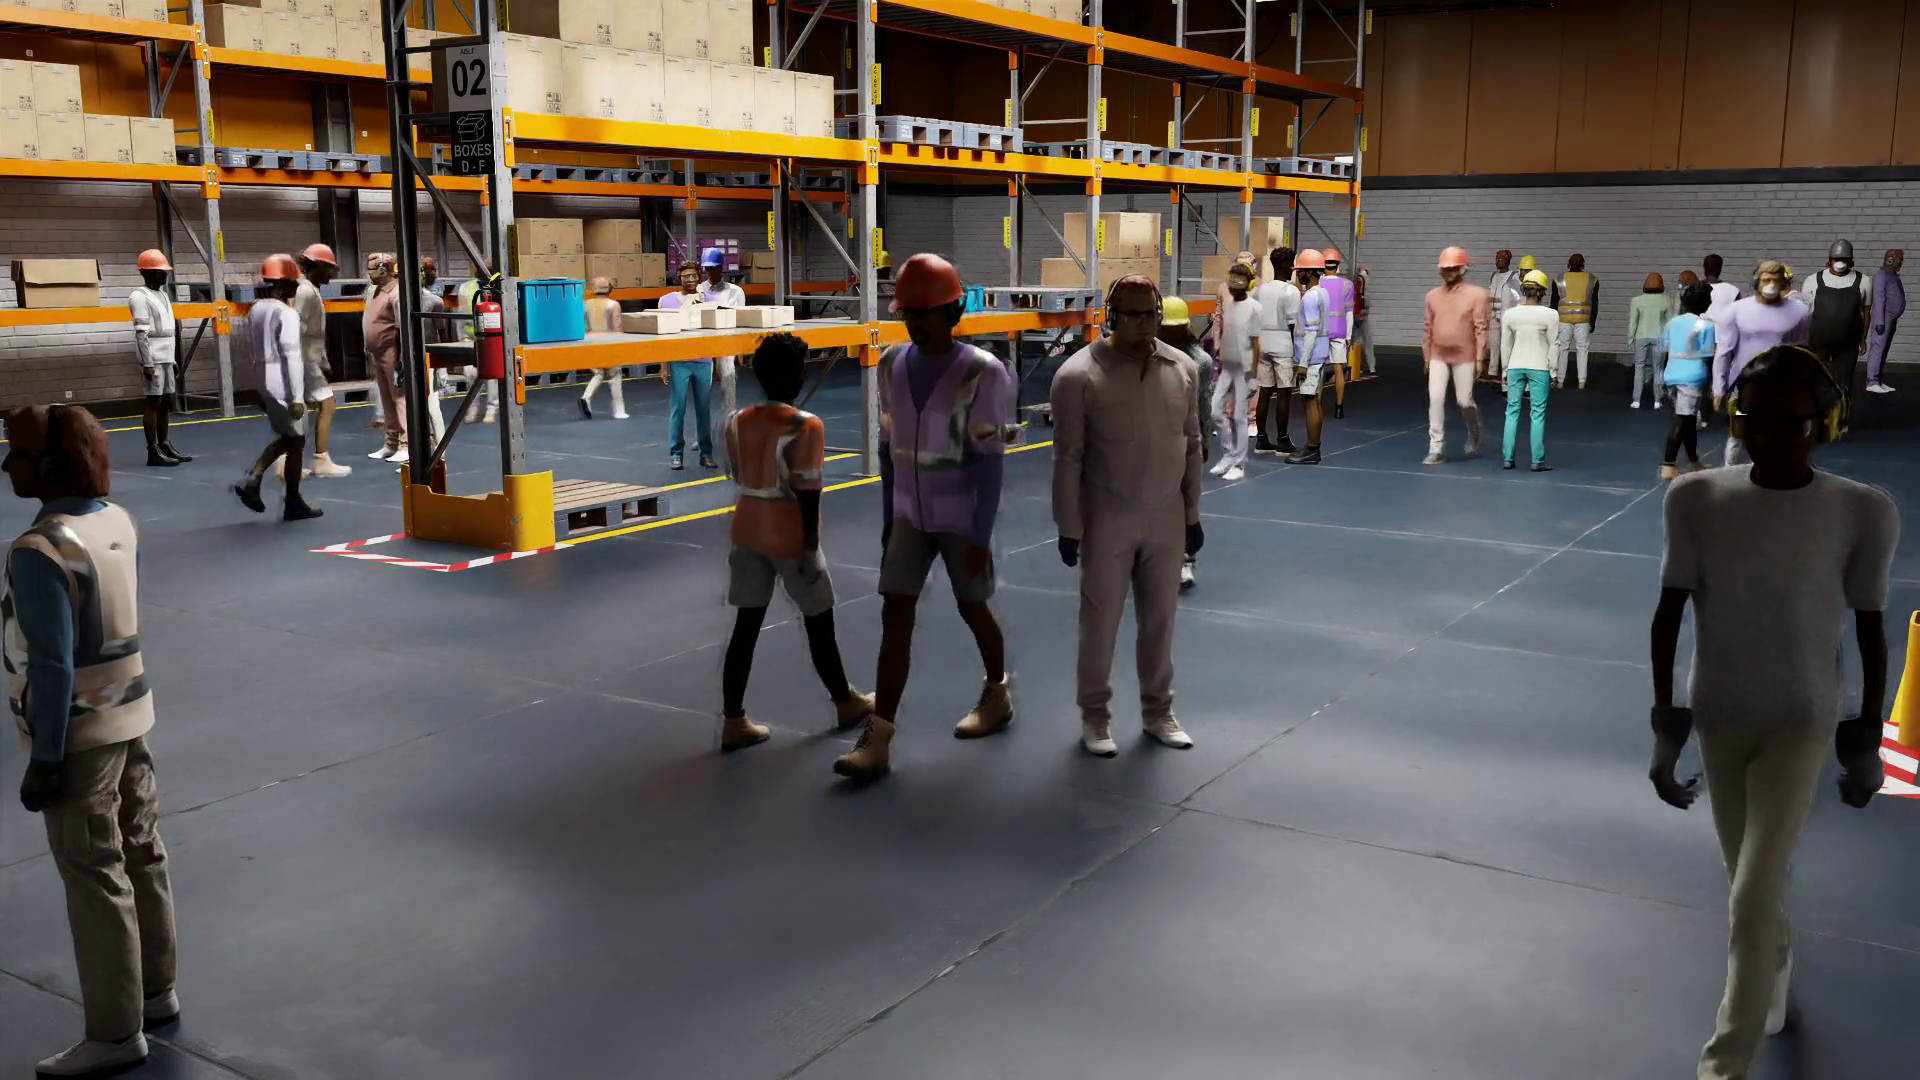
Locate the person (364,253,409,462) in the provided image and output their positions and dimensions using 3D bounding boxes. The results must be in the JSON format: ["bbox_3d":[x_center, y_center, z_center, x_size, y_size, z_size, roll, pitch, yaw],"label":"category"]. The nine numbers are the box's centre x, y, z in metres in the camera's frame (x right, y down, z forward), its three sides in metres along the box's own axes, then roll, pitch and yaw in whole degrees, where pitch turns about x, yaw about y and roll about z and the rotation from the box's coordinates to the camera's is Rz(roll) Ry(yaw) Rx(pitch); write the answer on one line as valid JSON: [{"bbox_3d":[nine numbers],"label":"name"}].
[{"bbox_3d":[-5.241,-1.667,15.250,0.400,1.905,0.643,-9,13,-39],"label":"person"}]

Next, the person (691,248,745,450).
[{"bbox_3d":[-2.364,-1.832,16.041,0.601,1.948,0.386,0,10,0],"label":"person"}]

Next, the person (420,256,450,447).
[{"bbox_3d":[-5.210,-1.809,16.141,0.454,1.868,0.572,-10,14,-42],"label":"person"}]

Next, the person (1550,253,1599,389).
[{"bbox_3d":[8.371,-2.985,22.726,0.623,1.843,0.430,3,11,14],"label":"person"}]

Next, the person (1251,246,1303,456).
[{"bbox_3d":[3.002,-1.776,15.673,0.366,1.967,0.602,-7,12,-33],"label":"person"}]

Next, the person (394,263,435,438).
[{"bbox_3d":[-5.484,-1.863,16.559,0.586,1.823,0.403,2,10,9],"label":"person"}]

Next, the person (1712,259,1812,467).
[{"bbox_3d":[5.886,-1.122,12.284,0.647,1.892,1.031,3,11,17],"label":"person"}]

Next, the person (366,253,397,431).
[{"bbox_3d":[-6.005,-2.067,17.551,0.788,1.922,0.349,6,12,30],"label":"person"}]

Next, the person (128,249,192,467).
[{"bbox_3d":[-7.200,-1.633,14.966,0.357,1.938,0.542,0,10,-2],"label":"person"}]

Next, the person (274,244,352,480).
[{"bbox_3d":[-5.537,-1.506,14.126,0.738,1.981,0.639,-4,11,-23],"label":"person"}]

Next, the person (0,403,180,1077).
[{"bbox_3d":[-2.134,0.481,4.069,0.306,1.641,0.523,-1,10,-5],"label":"person"}]

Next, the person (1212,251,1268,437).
[{"bbox_3d":[2.905,-2.013,17.161,0.643,1.908,0.411,5,11,24],"label":"person"}]

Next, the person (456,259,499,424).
[{"bbox_3d":[-5.223,-2.167,18.286,0.659,1.811,0.584,-1,10,-5],"label":"person"}]

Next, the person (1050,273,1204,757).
[{"bbox_3d":[0.674,-0.093,6.564,0.652,1.896,0.402,-4,11,-23],"label":"person"}]

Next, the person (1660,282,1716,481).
[{"bbox_3d":[6.236,-1.330,14.025,0.733,1.667,0.545,-2,10,-13],"label":"person"}]

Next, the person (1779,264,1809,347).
[{"bbox_3d":[8.139,-1.834,16.530,0.648,1.787,0.603,0,10,-2],"label":"person"}]

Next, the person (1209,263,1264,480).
[{"bbox_3d":[2.327,-1.399,13.961,0.414,1.836,0.549,-8,13,-37],"label":"person"}]

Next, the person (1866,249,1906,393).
[{"bbox_3d":[12.358,-2.918,22.176,0.409,1.908,0.638,9,14,41],"label":"person"}]

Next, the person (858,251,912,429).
[{"bbox_3d":[-0.787,-2.041,17.296,0.618,1.908,0.431,6,12,30],"label":"person"}]

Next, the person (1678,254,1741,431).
[{"bbox_3d":[7.981,-2.111,17.790,0.604,1.886,0.904,4,11,23],"label":"person"}]

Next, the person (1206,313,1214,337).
[{"bbox_3d":[3.876,-3.325,24.181,0.609,1.995,0.378,1,10,7],"label":"person"}]

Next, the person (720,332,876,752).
[{"bbox_3d":[-0.679,-0.007,6.710,0.541,1.650,0.782,8,13,38],"label":"person"}]

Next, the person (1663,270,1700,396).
[{"bbox_3d":[9.340,-2.650,21.442,0.281,1.633,0.498,-3,11,-16],"label":"person"}]

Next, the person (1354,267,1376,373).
[{"bbox_3d":[6.115,-3.348,25.348,0.562,1.619,0.376,-8,13,-36],"label":"person"}]

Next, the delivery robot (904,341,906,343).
[{"bbox_3d":[-0.768,-2.635,24.091,0.707,0.478,0.477,0,10,2],"label":"delivery robot"}]

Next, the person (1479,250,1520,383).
[{"bbox_3d":[7.670,-3.162,23.589,0.350,1.882,0.583,-5,11,-26],"label":"person"}]

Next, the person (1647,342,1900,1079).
[{"bbox_3d":[1.911,0.434,3.928,0.480,1.805,1.054,9,14,41],"label":"person"}]

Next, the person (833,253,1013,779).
[{"bbox_3d":[-0.080,-0.107,6.424,0.618,1.976,1.095,6,12,31],"label":"person"}]

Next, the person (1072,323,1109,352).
[{"bbox_3d":[2.324,-4.141,29.076,0.618,1.853,1.041,-5,12,-28],"label":"person"}]

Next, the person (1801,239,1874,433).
[{"bbox_3d":[9.199,-2.144,17.510,0.689,2.000,0.539,5,11,24],"label":"person"}]

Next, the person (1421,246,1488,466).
[{"bbox_3d":[4.499,-1.671,15.096,0.618,1.972,0.754,8,13,36],"label":"person"}]

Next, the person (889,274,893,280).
[{"bbox_3d":[-1.295,-3.696,26.761,0.518,1.817,0.861,5,11,24],"label":"person"}]

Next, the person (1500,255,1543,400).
[{"bbox_3d":[7.152,-2.694,21.141,0.600,1.827,0.404,-2,10,-13],"label":"person"}]

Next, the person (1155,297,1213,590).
[{"bbox_3d":[1.234,-0.571,9.752,0.492,1.683,0.915,0,10,1],"label":"person"}]

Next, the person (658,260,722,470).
[{"bbox_3d":[-2.390,-1.551,14.764,0.567,1.846,0.389,-4,11,-23],"label":"person"}]

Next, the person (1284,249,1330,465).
[{"bbox_3d":[3.148,-1.649,15.053,0.361,1.938,0.546,4,11,21],"label":"person"}]

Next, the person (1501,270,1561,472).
[{"bbox_3d":[5.008,-1.481,14.610,0.525,1.765,0.319,8,13,39],"label":"person"}]

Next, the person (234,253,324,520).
[{"bbox_3d":[-4.905,-1.082,11.928,0.555,1.927,0.523,8,13,37],"label":"person"}]

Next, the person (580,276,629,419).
[{"bbox_3d":[-4.057,-2.154,18.725,0.547,1.617,0.540,4,11,22],"label":"person"}]

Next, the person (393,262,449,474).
[{"bbox_3d":[-4.668,-1.490,14.363,0.533,1.868,0.310,3,11,15],"label":"person"}]

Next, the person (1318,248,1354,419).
[{"bbox_3d":[4.172,-2.328,18.840,0.542,1.929,0.368,0,10,2],"label":"person"}]

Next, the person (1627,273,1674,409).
[{"bbox_3d":[8.319,-2.399,20.051,0.507,1.631,0.275,3,11,18],"label":"person"}]
